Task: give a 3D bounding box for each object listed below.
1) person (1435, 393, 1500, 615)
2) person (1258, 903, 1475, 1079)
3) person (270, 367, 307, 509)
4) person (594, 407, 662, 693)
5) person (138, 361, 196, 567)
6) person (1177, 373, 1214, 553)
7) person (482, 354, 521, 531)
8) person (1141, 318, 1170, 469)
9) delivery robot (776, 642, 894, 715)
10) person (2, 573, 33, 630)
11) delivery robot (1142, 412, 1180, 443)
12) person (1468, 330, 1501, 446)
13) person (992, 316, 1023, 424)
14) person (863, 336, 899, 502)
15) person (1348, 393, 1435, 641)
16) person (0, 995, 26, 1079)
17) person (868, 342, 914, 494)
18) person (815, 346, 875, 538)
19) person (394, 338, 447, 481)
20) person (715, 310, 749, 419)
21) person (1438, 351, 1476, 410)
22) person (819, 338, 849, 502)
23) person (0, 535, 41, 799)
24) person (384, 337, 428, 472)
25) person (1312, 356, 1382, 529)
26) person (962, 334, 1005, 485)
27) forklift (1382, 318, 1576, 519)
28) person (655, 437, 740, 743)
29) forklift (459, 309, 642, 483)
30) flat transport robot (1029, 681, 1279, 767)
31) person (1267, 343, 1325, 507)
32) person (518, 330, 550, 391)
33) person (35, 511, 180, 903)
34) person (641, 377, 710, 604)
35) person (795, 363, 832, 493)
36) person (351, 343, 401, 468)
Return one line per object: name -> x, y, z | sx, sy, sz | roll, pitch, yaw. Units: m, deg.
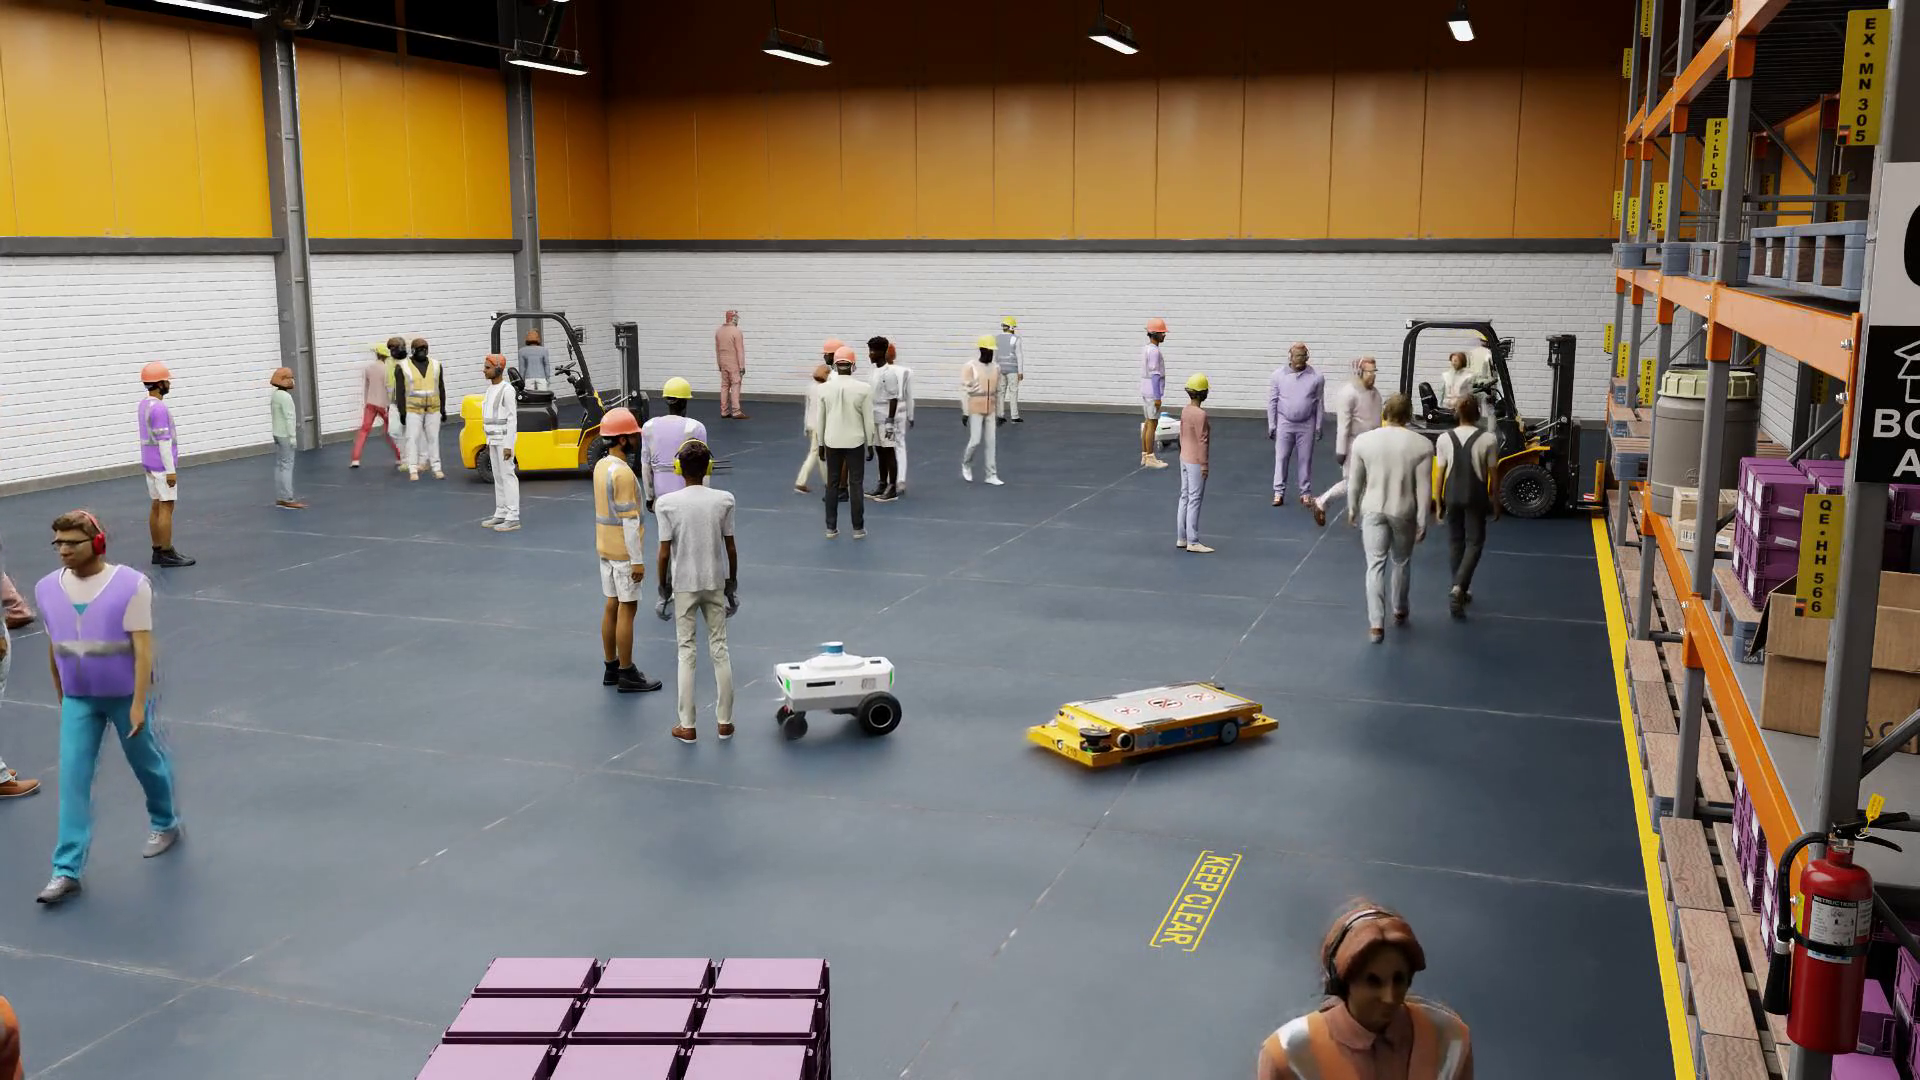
person -> 4.168, -0.303, 13.749 | 0.513, 1.823, 0.847 | 7, 12, 34
person -> 0.902, 1.574, 3.807 | 0.515, 1.608, 0.857 | -2, 10, -13
person -> -7.783, -1.177, 19.198 | 0.268, 1.630, 0.507 | -9, 13, -40
person -> -2.286, 0.068, 11.315 | 0.350, 1.942, 0.545 | -6, 12, -32
person -> -7.525, -0.712, 15.706 | 0.344, 1.942, 0.551 | -9, 13, -41
person -> 2.341, -0.763, 16.483 | 0.301, 1.771, 0.533 | -2, 10, -14
person -> -4.902, -1.039, 17.715 | 0.355, 1.883, 0.573 | -8, 13, -37
person -> 2.652, -1.995, 22.649 | 0.370, 2.044, 0.608 | -1, 10, -4
delivery robot -> -0.782, 0.879, 10.388 | 0.707, 0.478, 0.477 | -3, 11, -16
person -> -7.753, -0.157, 12.852 | 0.933, 1.860, 0.653 | -10, 14, -44
delivery robot -> 3.021, -1.645, 24.604 | 0.707, 0.478, 0.477 | -8, 13, -37
person -> 7.772, -2.266, 24.855 | 0.826, 1.803, 0.591 | -5, 11, -28
person -> 0.829, -2.886, 28.289 | 0.587, 1.822, 0.403 | 6, 12, 31
person -> -0.917, -1.439, 19.739 | 0.370, 1.963, 0.608 | -4, 11, -23
person -> 3.349, -0.199, 12.970 | 0.647, 1.886, 0.998 | 3, 11, 17
person -> -2.287, 1.555, 3.635 | 0.318, 1.697, 0.533 | 6, 12, 29
person -> -0.825, -1.483, 20.287 | 0.619, 1.866, 0.764 | -4, 11, -20
person -> -1.187, -1.010, 17.274 | 0.620, 1.987, 0.407 | 2, 10, 10
person -> -6.948, -1.688, 21.487 | 0.630, 1.843, 0.429 | -7, 12, -35
person -> -3.972, -3.068, 29.076 | 0.651, 1.906, 0.402 | 9, 13, 41
person -> 6.689, -1.732, 22.358 | 0.518, 1.623, 0.491 | 9, 14, 42
person -> -1.478, -1.415, 19.677 | 0.357, 1.936, 0.551 | 0, 10, 2
person -> -5.380, 0.463, 9.100 | 0.638, 1.937, 0.357 | 9, 13, 41
person -> -7.379, -1.799, 22.174 | 0.749, 1.811, 0.586 | 3, 11, 18
person -> 4.138, -0.990, 17.462 | 0.647, 1.885, 0.740 | -9, 14, -42
person -> 0.298, -1.646, 21.043 | 0.635, 1.914, 0.536 | -7, 12, -35
forklift -> 5.787, -1.437, 19.079 | 2.313, 2.155, 1.214 | 3, 11, 19
person -> -1.604, 0.313, 10.169 | 0.512, 1.862, 0.329 | -4, 11, -20
forklift -> -5.354, -1.902, 21.697 | 2.313, 2.155, 1.214 | -2, 10, -13
flat transport robot -> 1.196, 1.104, 10.183 | 1.431, 0.197, 0.652 | -6, 12, -31
person -> 3.899, -1.324, 19.285 | 0.662, 1.903, 0.429 | 1, 10, 8
person -> -7.005, -2.637, 27.420 | 0.498, 1.633, 0.280 | -2, 10, -12
person -> -4.100, 0.741, 7.939 | 0.568, 1.797, 0.974 | 0, 10, -1
person -> -2.379, -0.408, 14.036 | 0.595, 1.925, 0.373 | 3, 10, 14
person -> -1.747, -1.363, 20.392 | 0.751, 1.595, 0.513 | -7, 12, -34
person -> -7.950, -1.829, 22.690 | 0.571, 1.705, 0.849 | 5, 11, 25
